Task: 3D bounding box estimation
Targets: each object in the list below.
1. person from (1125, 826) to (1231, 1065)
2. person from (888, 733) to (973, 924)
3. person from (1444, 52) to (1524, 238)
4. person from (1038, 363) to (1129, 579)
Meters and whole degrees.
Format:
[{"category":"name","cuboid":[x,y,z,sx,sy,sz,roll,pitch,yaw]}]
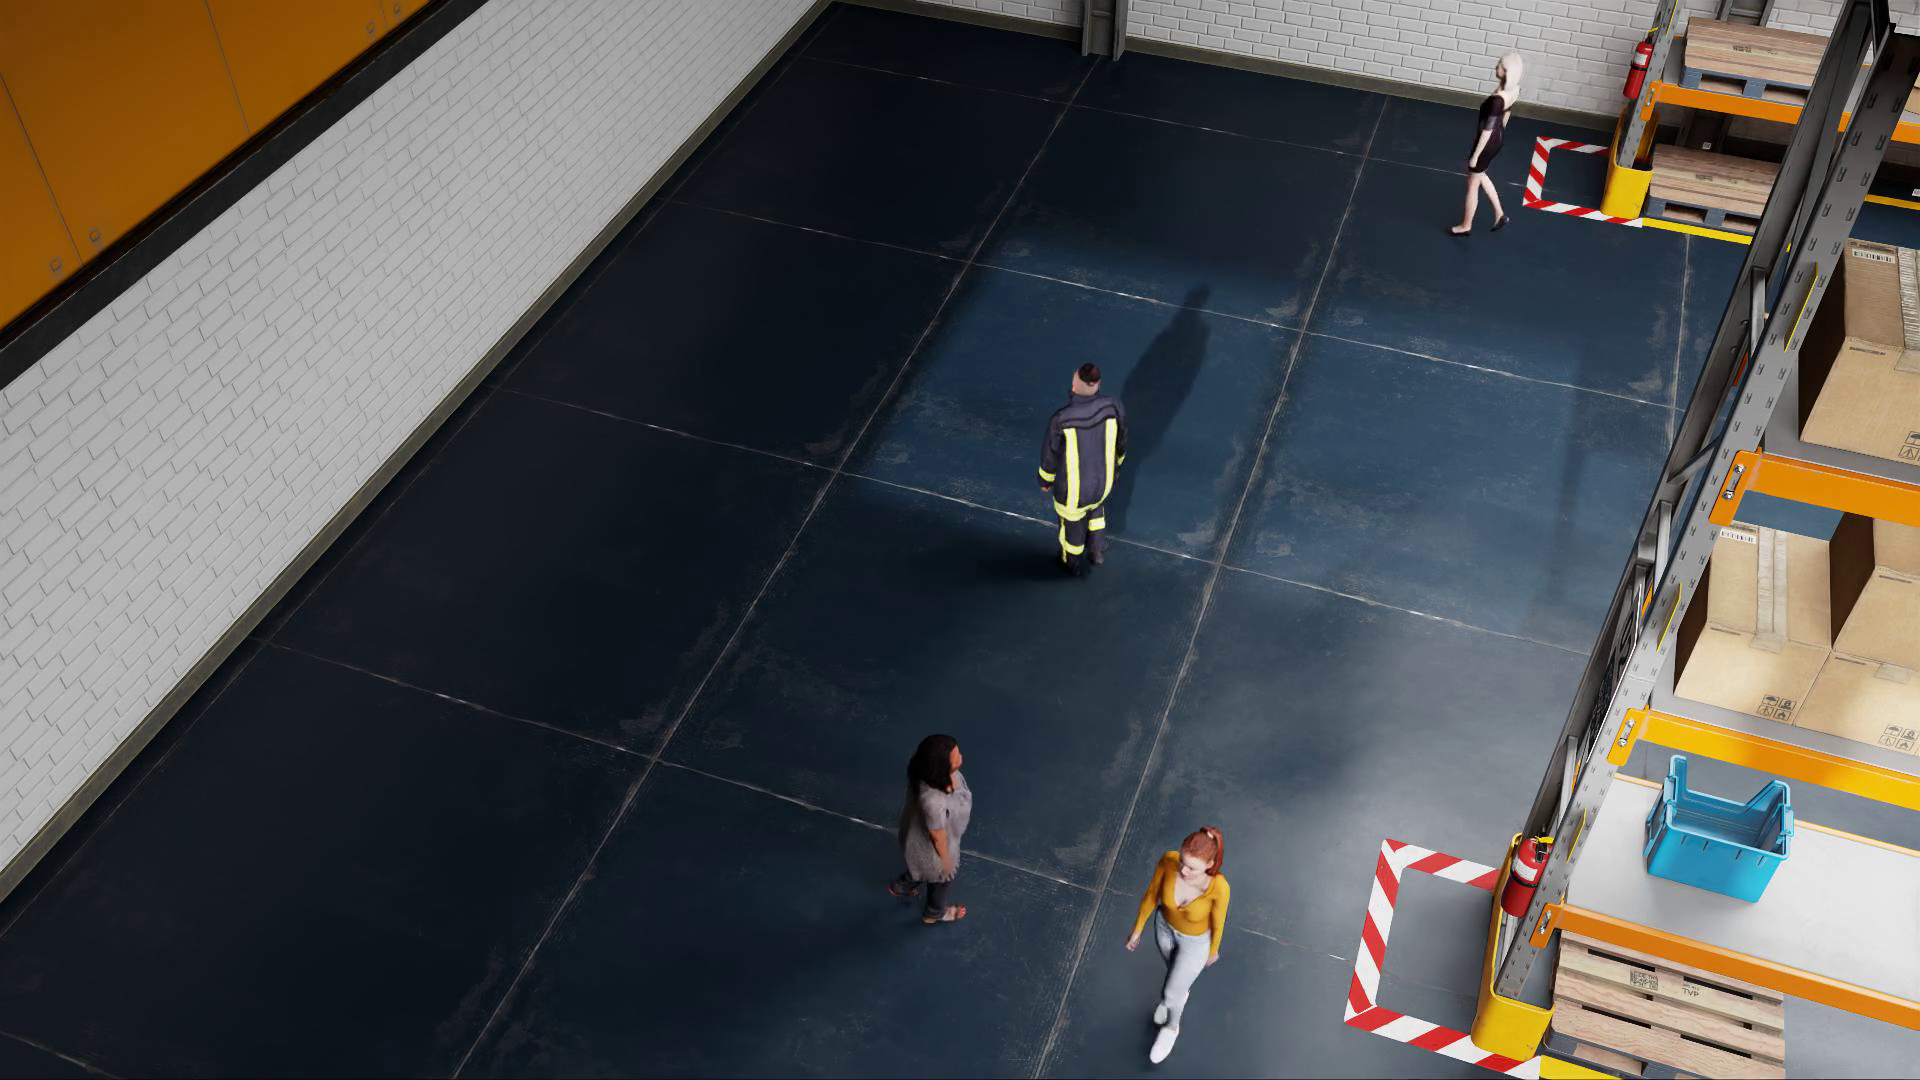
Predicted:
[{"category":"person","cuboid":[1.230,2.033,8.823,0.763,1.731,0.792,33,53,30]},{"category":"person","cuboid":[-0.221,1.640,9.336,0.856,1.593,0.794,-9,44,-9]},{"category":"person","cuboid":[4.657,-3.372,14.432,0.850,1.820,0.727,27,50,25]},{"category":"person","cuboid":[0.868,-0.423,11.314,0.905,1.851,0.976,-14,45,-15]}]
